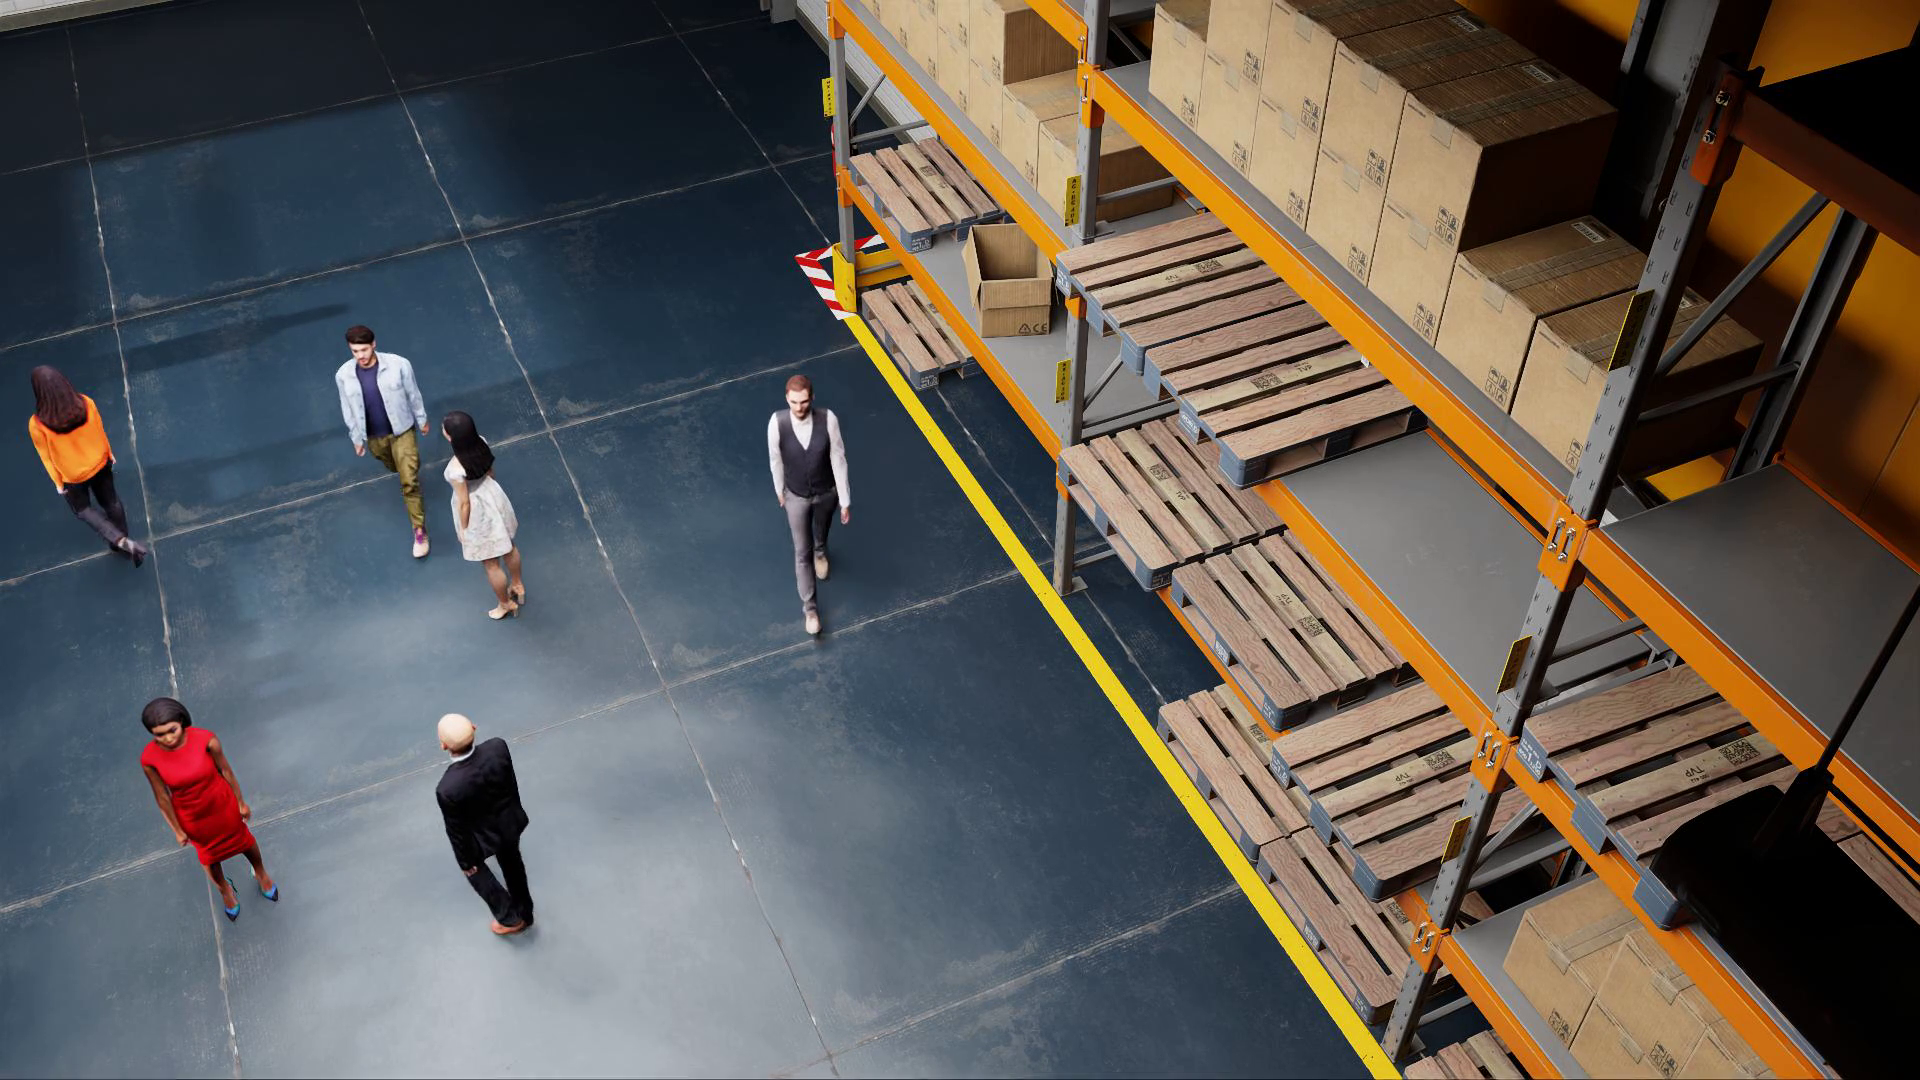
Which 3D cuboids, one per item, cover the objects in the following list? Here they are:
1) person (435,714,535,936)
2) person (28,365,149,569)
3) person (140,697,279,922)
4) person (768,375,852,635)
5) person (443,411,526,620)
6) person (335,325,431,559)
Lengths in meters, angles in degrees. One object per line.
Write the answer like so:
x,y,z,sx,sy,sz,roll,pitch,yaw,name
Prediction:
-2.577,1.637,9.279,0.803,1.789,0.799,31,52,28,person
-6.014,-0.461,11.518,0.958,1.738,0.853,25,49,24,person
-4.271,1.520,9.435,0.588,1.744,0.529,-23,48,-23,person
-1.011,-0.400,11.342,0.867,1.893,1.270,-7,44,-8,person
-3.208,-0.165,11.181,0.834,1.774,0.772,13,45,14,person
-4.075,-0.826,11.879,0.924,1.769,1.264,-6,44,-6,person
